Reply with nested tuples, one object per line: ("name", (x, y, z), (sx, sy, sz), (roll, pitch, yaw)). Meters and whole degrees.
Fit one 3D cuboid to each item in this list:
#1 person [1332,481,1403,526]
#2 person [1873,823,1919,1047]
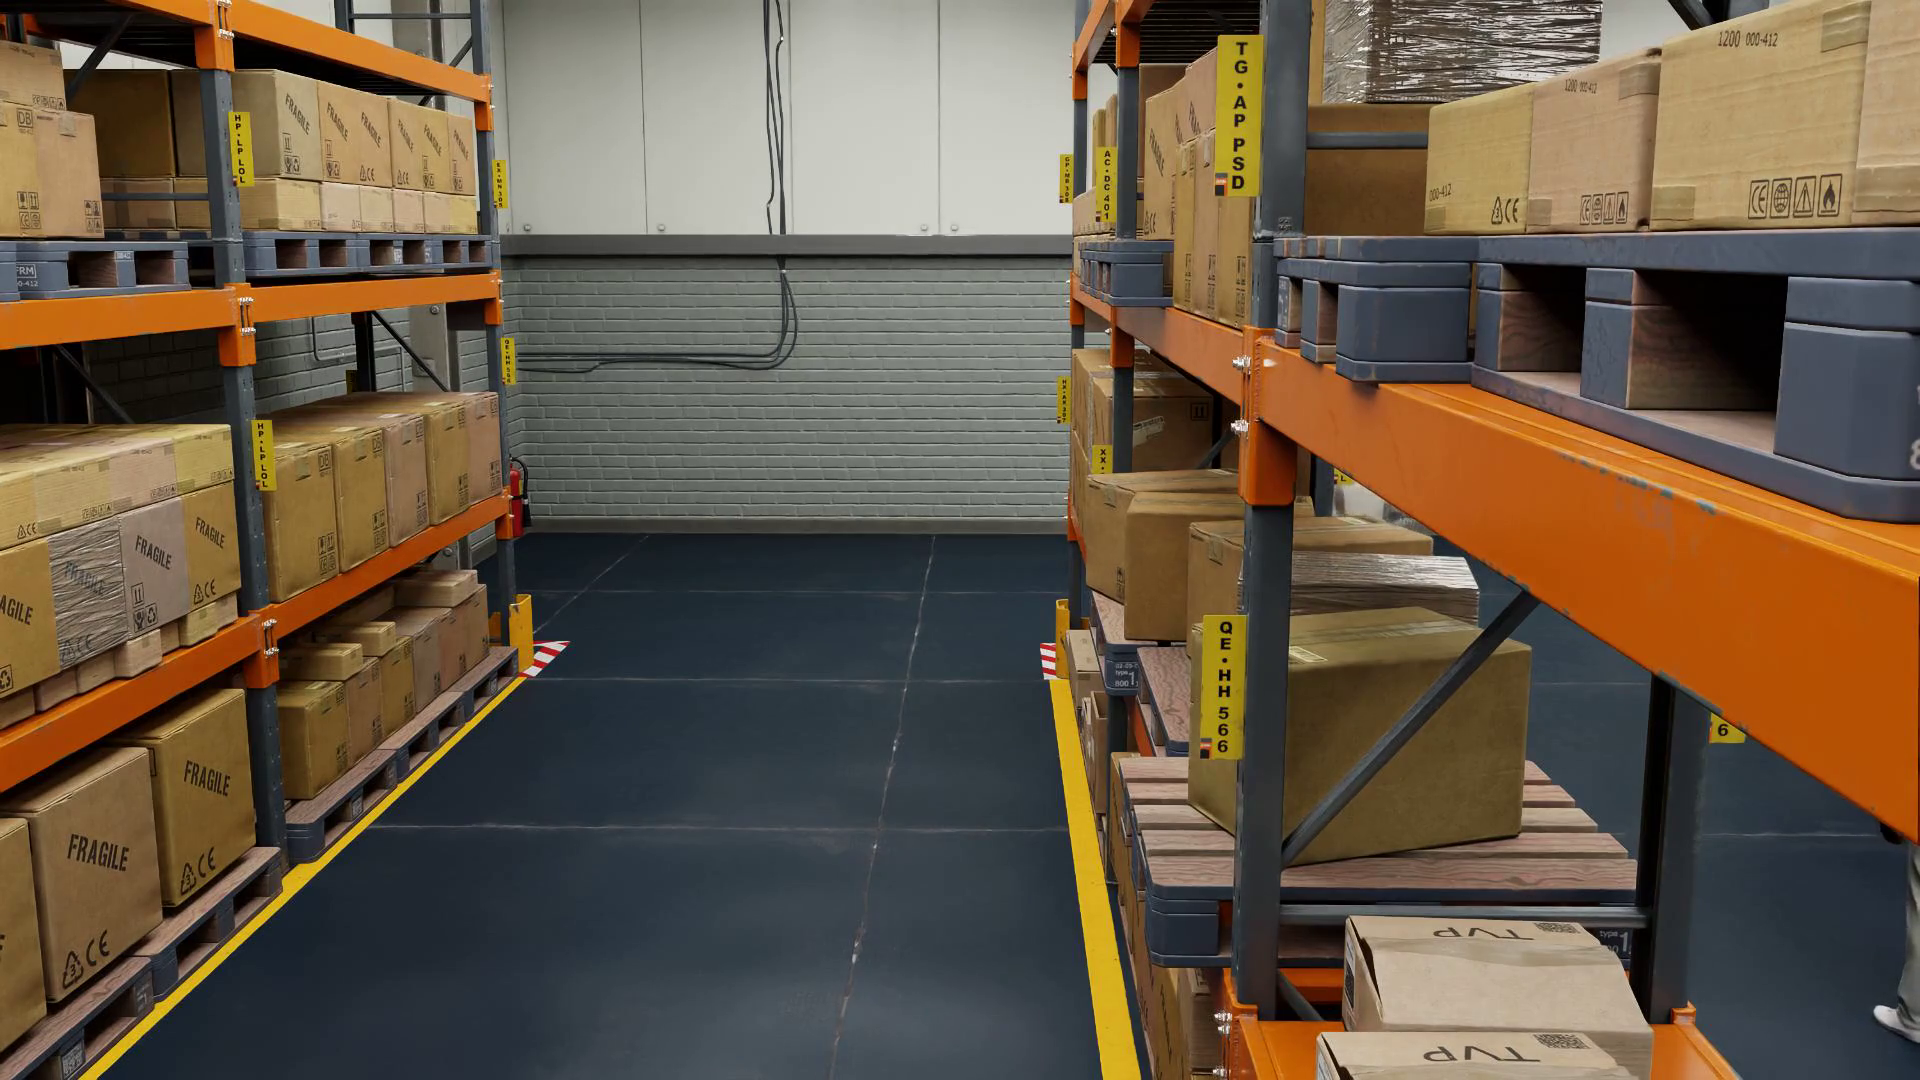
("person", (2.490, 0.166, 10.621), (0.618, 1.989, 1.041), (-1, 10, -4))
("person", (3.808, 0.974, 6.294), (0.587, 1.920, 0.388), (0, 10, 3))
